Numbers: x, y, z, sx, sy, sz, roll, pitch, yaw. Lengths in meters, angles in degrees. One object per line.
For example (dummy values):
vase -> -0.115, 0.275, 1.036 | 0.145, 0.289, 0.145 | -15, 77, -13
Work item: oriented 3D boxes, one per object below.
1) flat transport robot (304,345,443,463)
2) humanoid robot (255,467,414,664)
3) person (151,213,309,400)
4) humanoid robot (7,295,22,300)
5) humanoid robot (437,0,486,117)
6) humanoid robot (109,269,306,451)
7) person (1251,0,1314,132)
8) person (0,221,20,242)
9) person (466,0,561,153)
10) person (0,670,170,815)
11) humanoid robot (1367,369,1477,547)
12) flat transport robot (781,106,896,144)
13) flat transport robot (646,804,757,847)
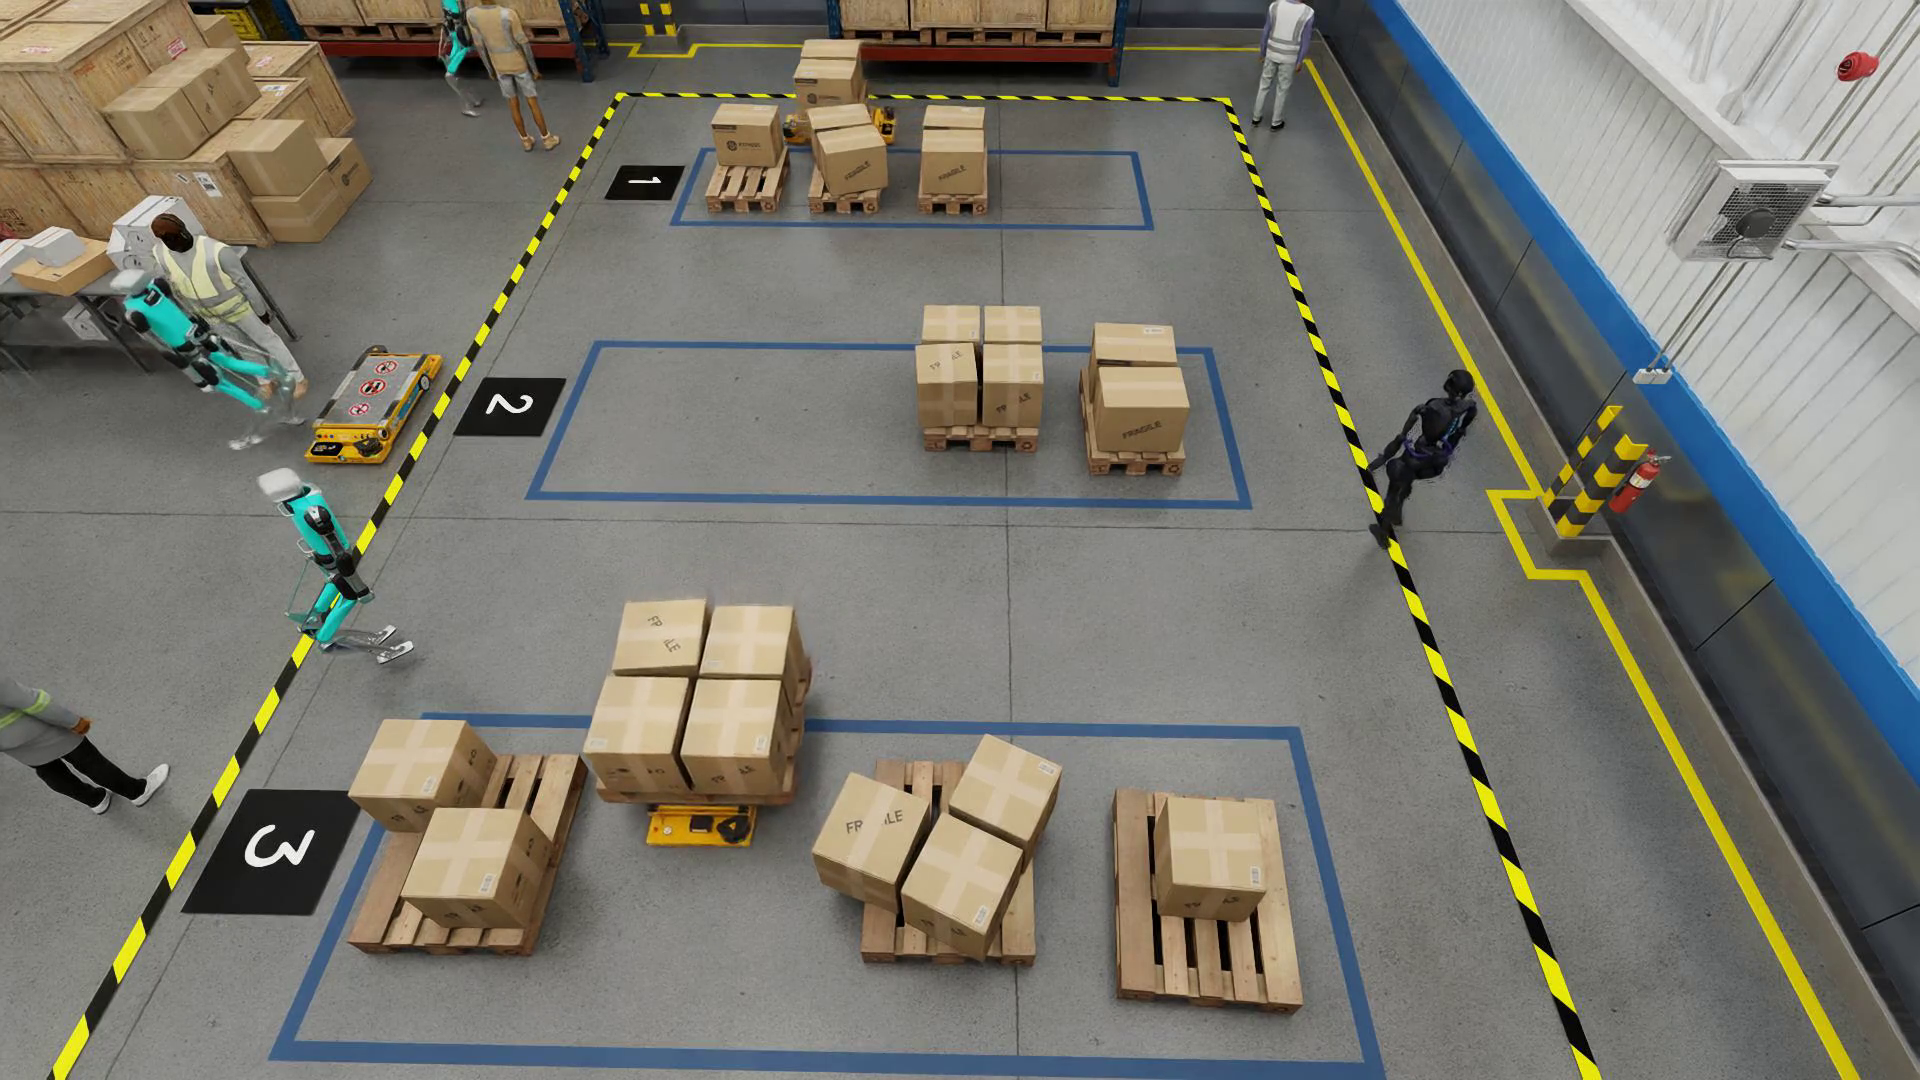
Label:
flat transport robot -> -5.383, -1.269, 8.441 | 0.659, 0.231, 1.431 | 1, 50, 1
humanoid robot -> -4.277, 0.289, 6.076 | 0.533, 1.672, 0.735 | 35, 58, 26
person -> -6.420, -2.017, 8.051 | 0.622, 1.837, 0.429 | -3, 50, -2
humanoid robot -> -10.096, -2.963, 8.960 | 0.635, 1.629, 0.615 | -4, 50, -3
humanoid robot -> -6.640, -6.454, 11.869 | 0.590, 1.780, 0.870 | 35, 58, 26
humanoid robot -> -6.077, -1.475, 7.670 | 0.835, 1.782, 0.537 | -6, 50, -5
person -> 4.048, -6.090, 11.502 | 0.590, 1.822, 0.404 | 29, 56, 22
person -> -9.977, -3.346, 9.120 | 0.393, 1.916, 0.587 | 6, 50, 5
person -> -5.408, -5.731, 11.056 | 0.615, 2.040, 0.381 | -2, 50, -1
person -> -5.535, 1.088, 5.408 | 0.596, 1.852, 0.359 | -8, 50, -6
humanoid robot -> 3.462, -0.628, 6.977 | 0.597, 1.651, 0.448 | -7, 50, -6
flat transport robot -> -1.578, -5.421, 11.935 | 1.431, 0.197, 0.652 | 1, 50, 1
flat transport robot -> -1.644, 1.347, 6.209 | 0.652, 0.197, 1.431 | 1, 50, 1
